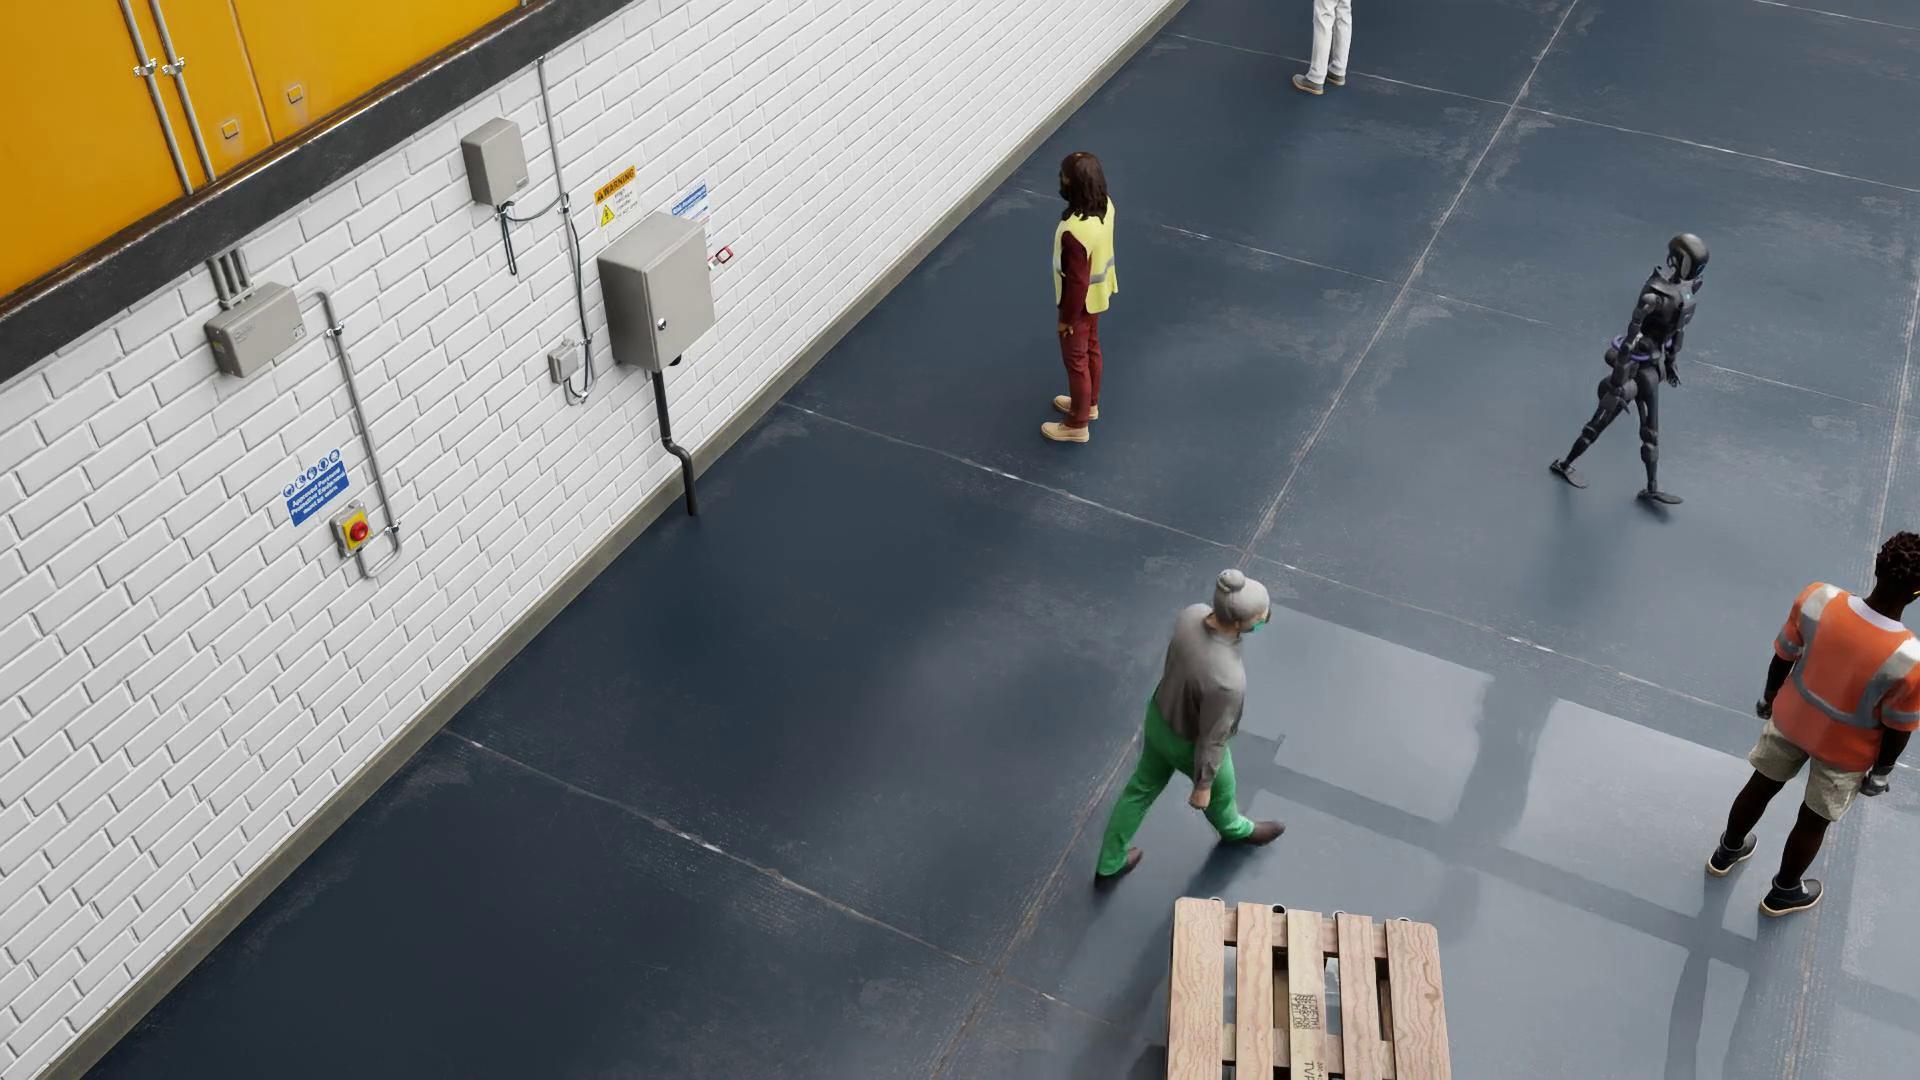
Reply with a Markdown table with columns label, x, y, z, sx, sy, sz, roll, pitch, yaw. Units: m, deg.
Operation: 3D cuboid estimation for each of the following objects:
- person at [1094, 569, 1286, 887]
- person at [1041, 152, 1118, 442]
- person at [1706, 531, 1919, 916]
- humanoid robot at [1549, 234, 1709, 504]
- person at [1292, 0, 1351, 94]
| label | x | y | z | sx | sy | sz | roll | pitch | yaw |
| --- | --- | --- | --- | --- | --- | --- | --- | --- | --- |
| person | 0.985 | 0.755 | 6.798 | 0.913 | 1.802 | 0.598 | -14 | 43 | -15 |
| person | 0.679 | -1.332 | 9.233 | 0.361 | 1.767 | 0.475 | 14 | 43 | 15 |
| person | 3.481 | 0.750 | 6.670 | 0.367 | 1.966 | 0.603 | -22 | 46 | -24 |
| humanoid robot | 3.640 | -0.878 | 8.794 | 0.610 | 1.630 | 0.711 | -27 | 48 | -28 |
| person | 2.862 | -4.327 | 12.631 | 0.565 | 1.874 | 0.353 | -32 | 50 | -32 |
